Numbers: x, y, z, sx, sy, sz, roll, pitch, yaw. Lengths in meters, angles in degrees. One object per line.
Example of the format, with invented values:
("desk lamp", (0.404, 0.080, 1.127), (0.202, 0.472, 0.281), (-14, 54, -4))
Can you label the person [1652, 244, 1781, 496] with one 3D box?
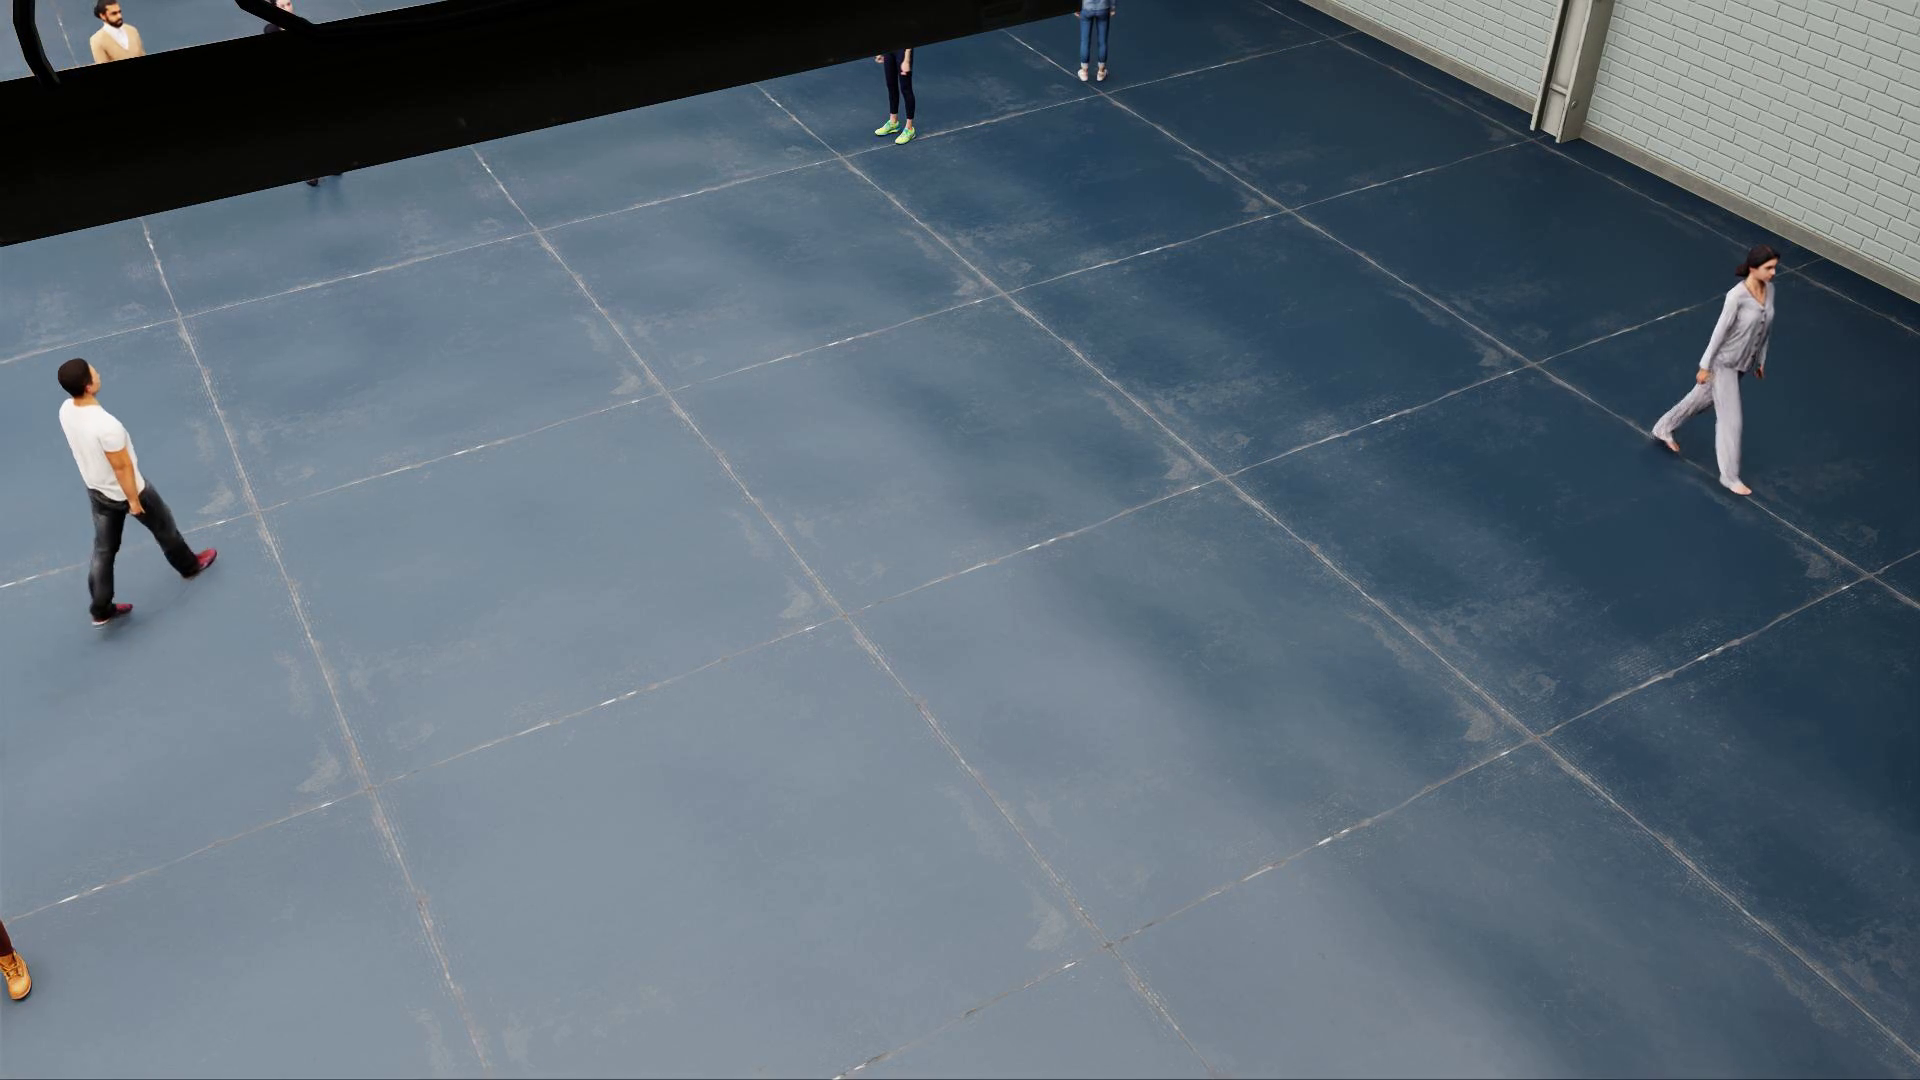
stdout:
("person", (5.188, -1.235, 11.364), (0.610, 1.723, 1.075), (-20, 42, -23))

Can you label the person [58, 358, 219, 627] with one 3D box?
("person", (-5.201, -0.265, 10.089), (1.168, 1.766, 1.145), (16, 41, 19))

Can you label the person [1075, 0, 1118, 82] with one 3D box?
("person", (1.373, -5.395, 16.881), (0.642, 1.477, 0.665), (2, 38, 3))

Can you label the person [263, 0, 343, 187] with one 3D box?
("person", (-5.944, -4.081, 14.971), (0.766, 1.760, 0.761), (23, 44, 27))

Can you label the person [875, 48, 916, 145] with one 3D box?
("person", (-0.586, -4.618, 15.704), (0.555, 1.703, 0.708), (31, 48, 34))

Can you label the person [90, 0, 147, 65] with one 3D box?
("person", (-7.431, -3.964, 14.843), (1.120, 1.734, 0.930), (22, 43, 25))
